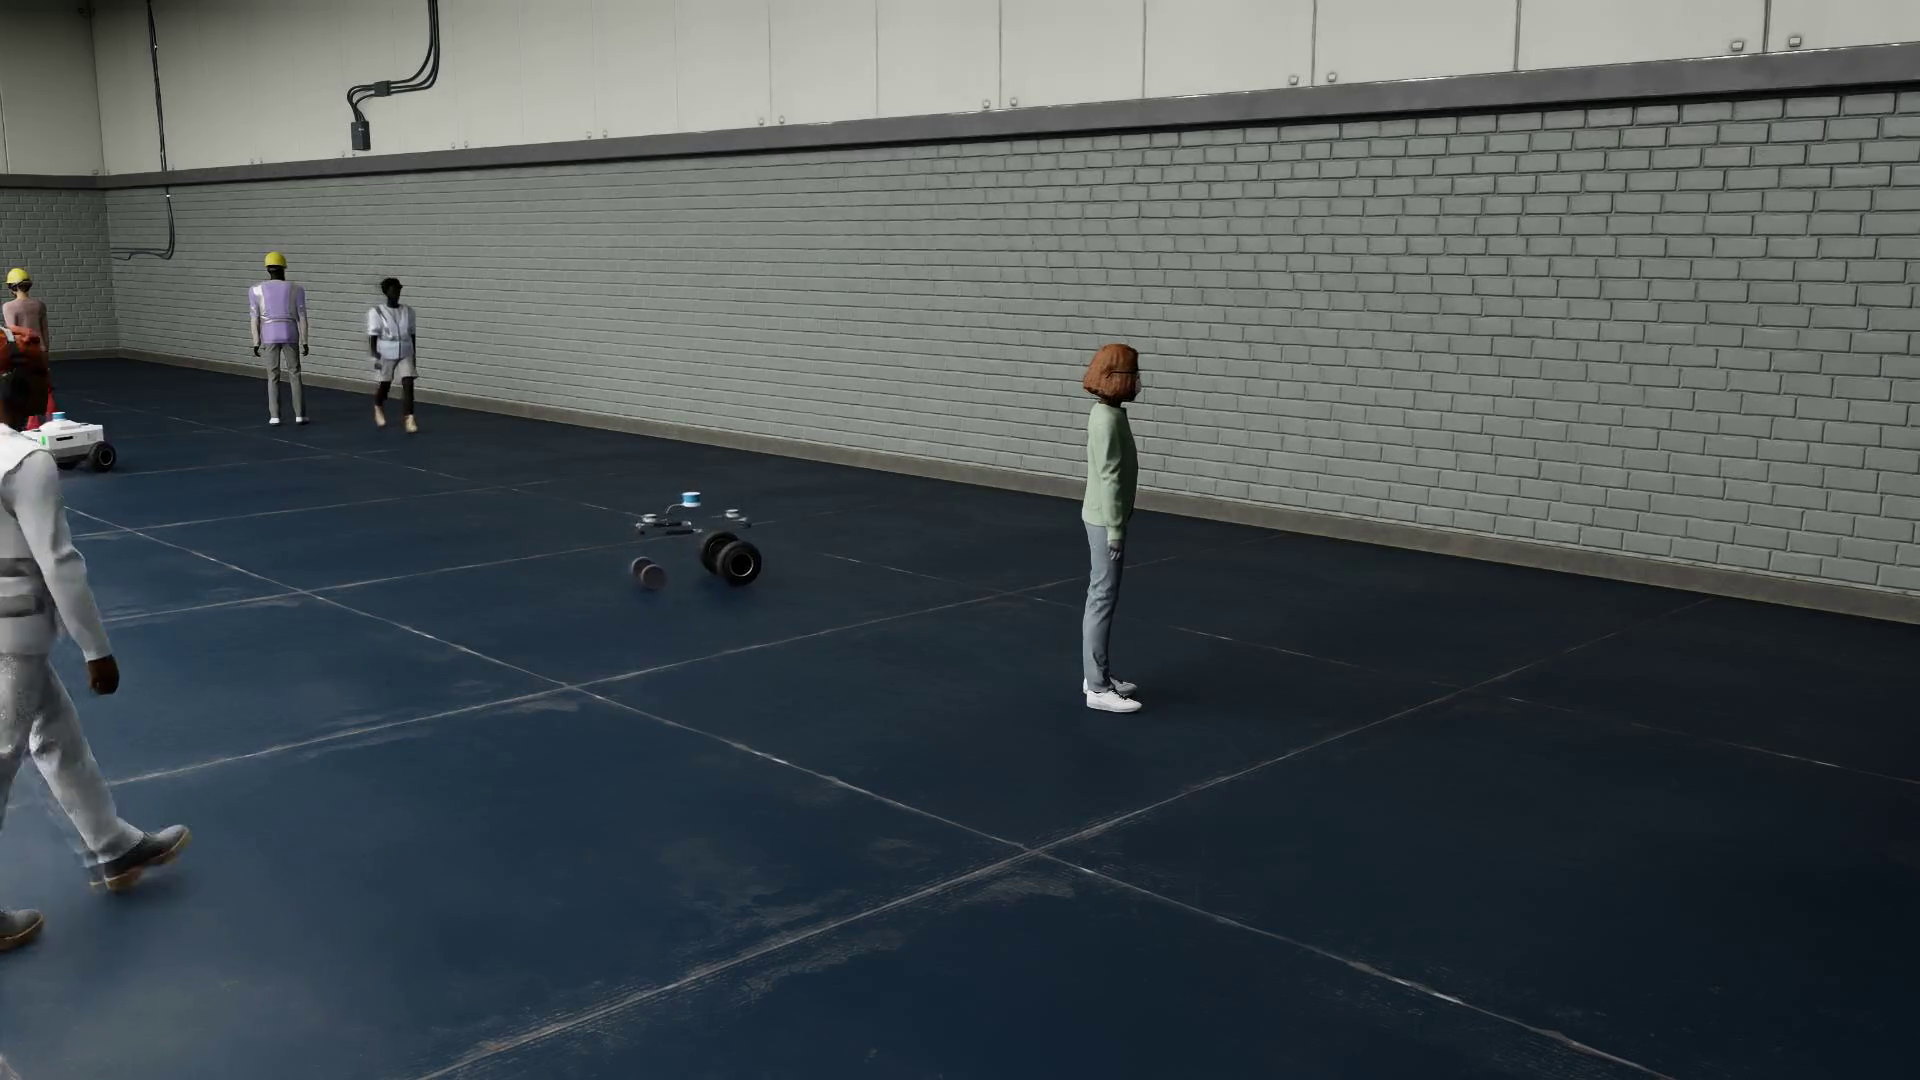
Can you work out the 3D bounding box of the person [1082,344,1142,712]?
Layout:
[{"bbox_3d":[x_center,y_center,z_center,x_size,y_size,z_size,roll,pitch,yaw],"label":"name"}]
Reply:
[{"bbox_3d":[0.687,-0.062,7.481,0.280,1.633,0.500,1,10,3],"label":"person"}]

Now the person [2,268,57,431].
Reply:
[{"bbox_3d":[-9.730,-1.938,17.345,0.330,1.767,0.528,3,11,17],"label":"person"}]

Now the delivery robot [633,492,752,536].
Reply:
[{"bbox_3d":[-1.638,-0.176,10.179,0.698,0.223,0.335,-4,11,-24],"label":"delivery robot"}]

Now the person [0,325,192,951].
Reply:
[{"bbox_3d":[-2.767,0.276,5.060,0.607,1.839,0.927,8,13,38],"label":"person"}]

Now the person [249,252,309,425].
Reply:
[{"bbox_3d":[-7.617,-2.255,18.640,0.591,1.923,0.382,-4,11,-19],"label":"person"}]

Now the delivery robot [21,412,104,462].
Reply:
[{"bbox_3d":[-8.012,-0.895,14.826,0.477,0.478,0.707,3,11,18],"label":"delivery robot"}]

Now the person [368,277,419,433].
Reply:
[{"bbox_3d":[-6.186,-2.022,18.089,0.540,1.670,0.786,-8,13,-37],"label":"person"}]
